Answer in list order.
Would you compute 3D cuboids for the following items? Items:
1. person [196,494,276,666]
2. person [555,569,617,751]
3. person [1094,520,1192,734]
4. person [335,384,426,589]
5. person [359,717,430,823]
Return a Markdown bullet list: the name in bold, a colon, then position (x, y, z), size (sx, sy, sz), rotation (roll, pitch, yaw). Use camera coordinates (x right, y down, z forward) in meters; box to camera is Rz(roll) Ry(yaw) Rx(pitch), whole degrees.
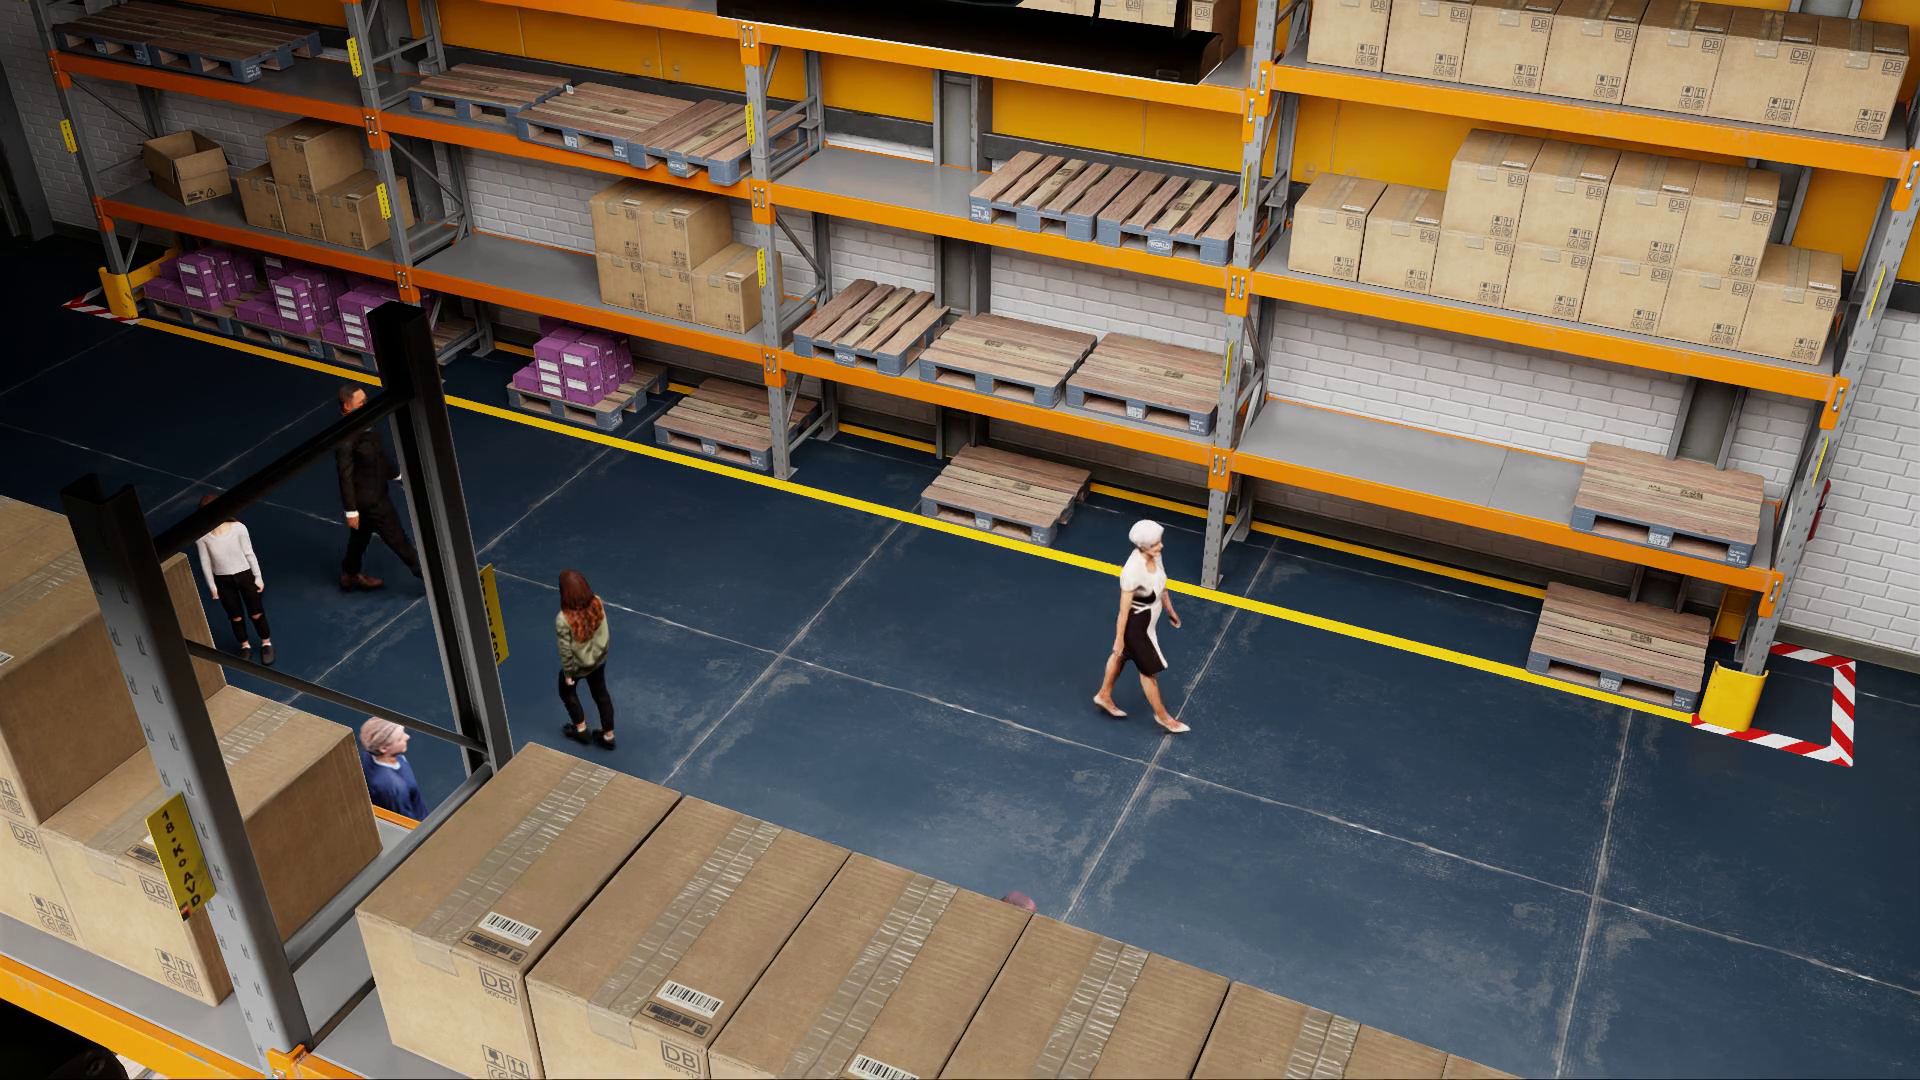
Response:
- **person**: position (-5.366, 0.282, 12.319), size (0.599, 1.483, 0.658), rotation (-12, 35, -17)
- **person**: position (-2.541, 0.863, 11.464), size (0.729, 1.463, 0.692), rotation (25, 41, 32)
- **person**: position (1.154, 0.581, 11.656), size (0.972, 1.719, 0.640), rotation (12, 35, 17)
- **person**: position (-4.690, -0.353, 12.941), size (1.366, 1.853, 1.089), rotation (-1, 34, -1)
- **person**: position (-3.252, 1.760, 9.750), size (0.792, 1.867, 0.689), rotation (-17, 37, -23)
